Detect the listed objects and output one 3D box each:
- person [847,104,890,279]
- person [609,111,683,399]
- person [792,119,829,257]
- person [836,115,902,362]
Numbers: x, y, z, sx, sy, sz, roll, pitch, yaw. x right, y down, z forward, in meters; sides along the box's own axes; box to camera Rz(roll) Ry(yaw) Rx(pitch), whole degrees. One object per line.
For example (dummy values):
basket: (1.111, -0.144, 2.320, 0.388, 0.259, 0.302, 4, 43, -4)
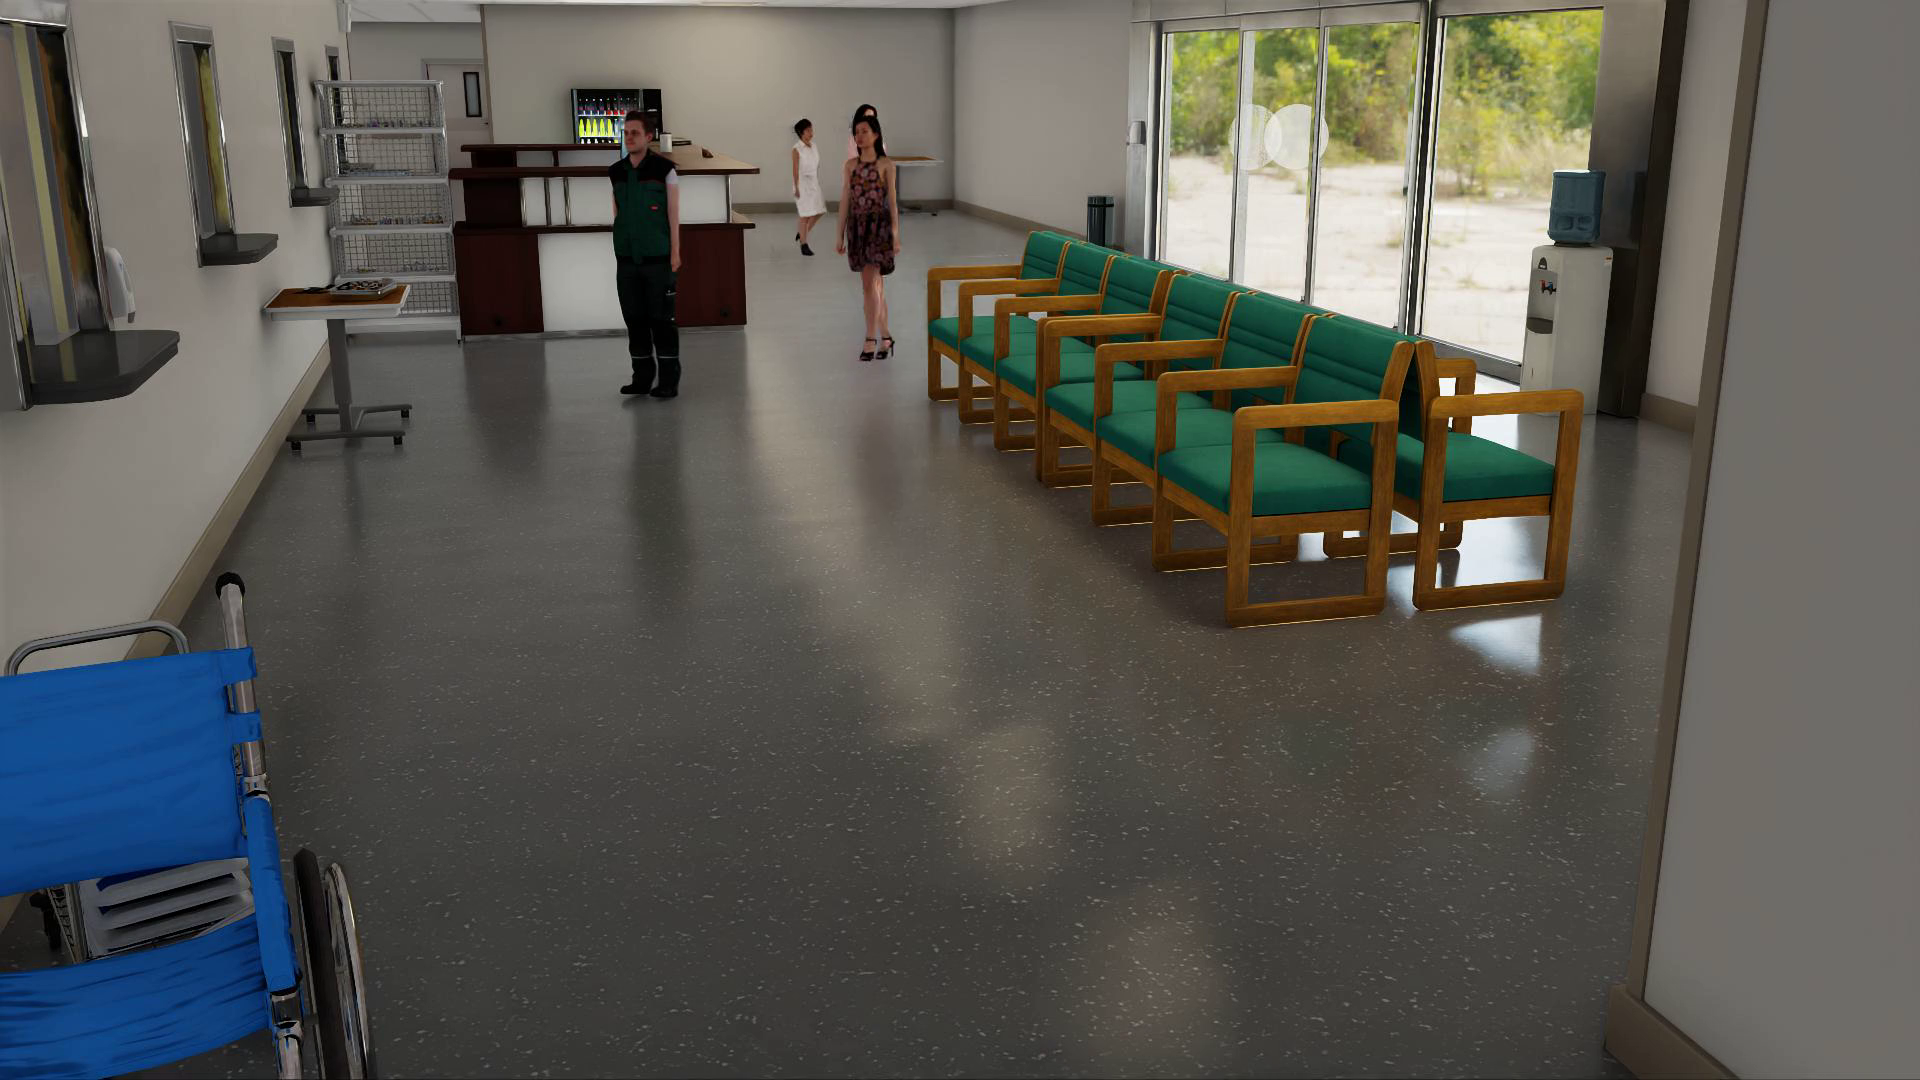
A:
person: (-0.948, -3.477, 16.732, 0.673, 1.758, 0.809, -10, 18, -31)
person: (-2.023, -1.838, 10.763, 0.695, 1.842, 0.792, 5, 16, 16)
person: (-1.824, -4.064, 19.208, 0.793, 1.544, 0.734, 12, 20, 37)
person: (-0.607, -2.176, 12.126, 0.831, 1.752, 0.888, 8, 18, 26)
